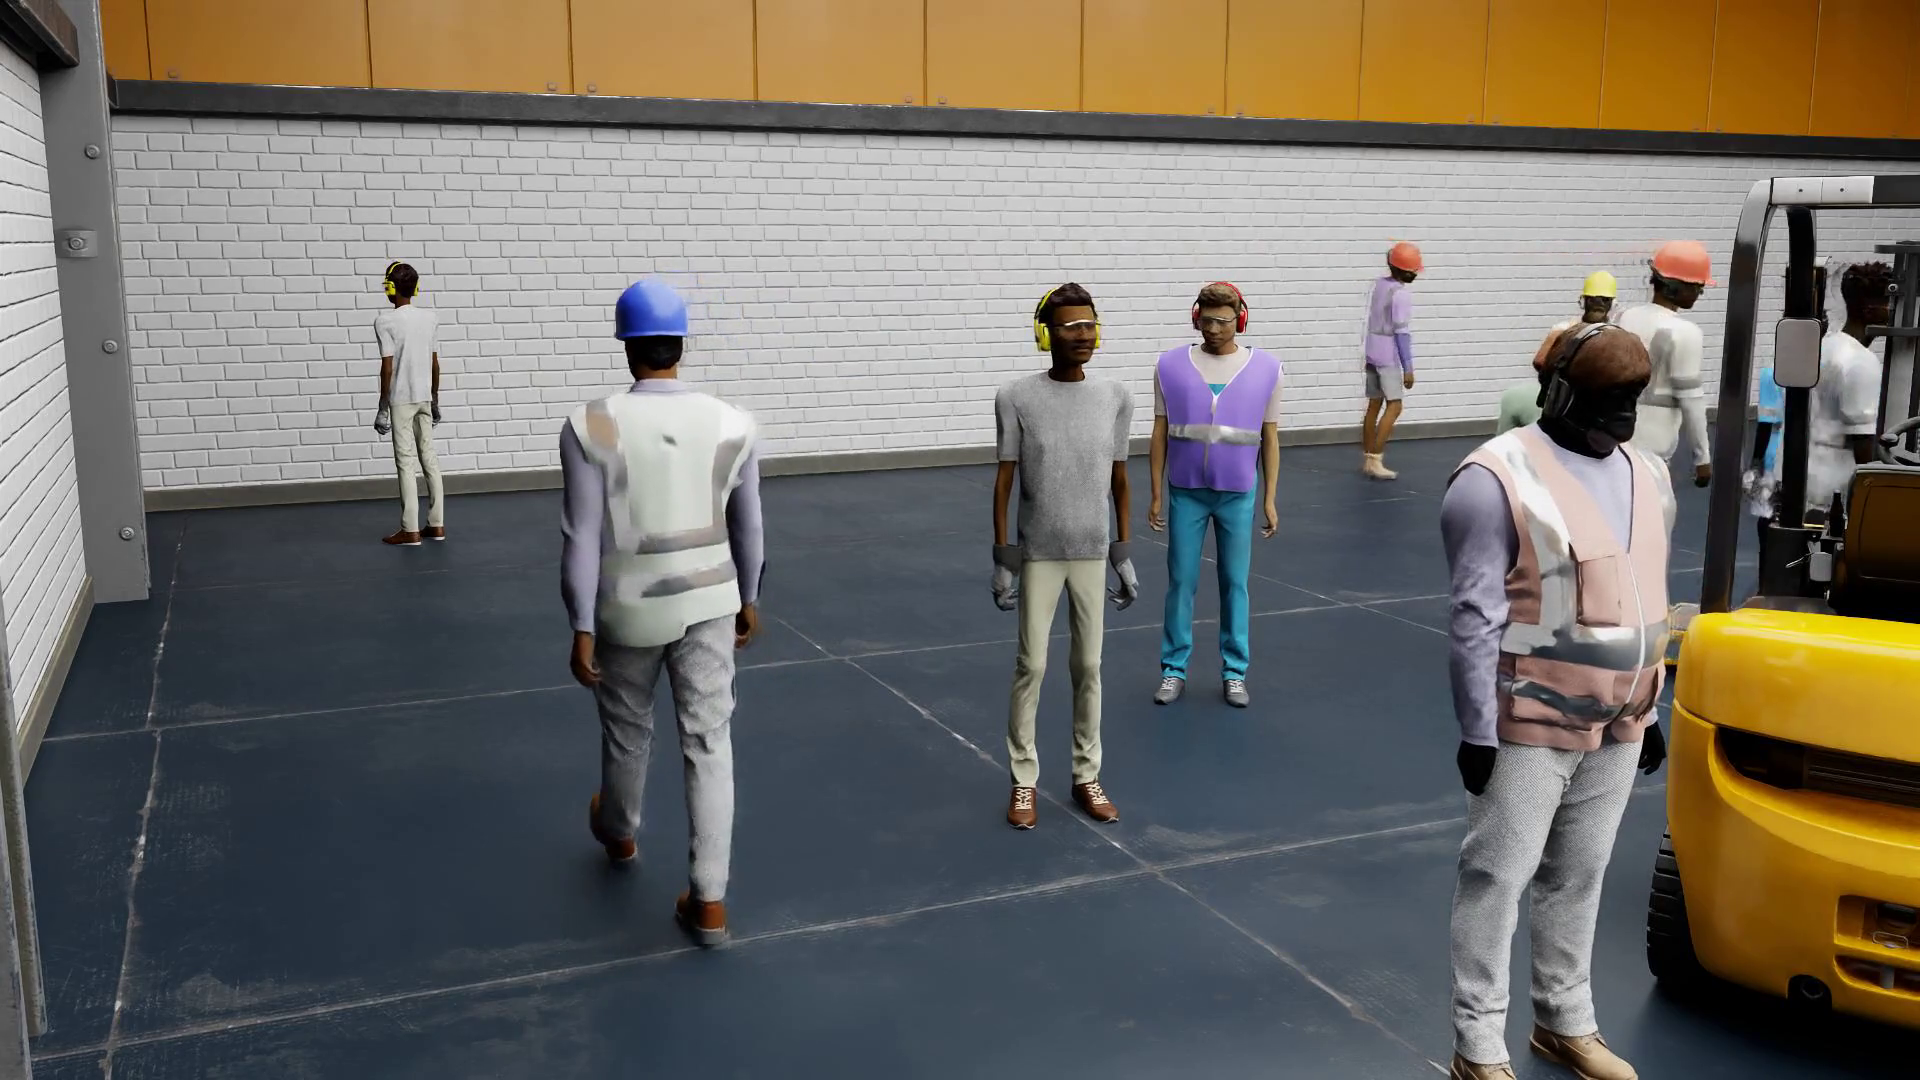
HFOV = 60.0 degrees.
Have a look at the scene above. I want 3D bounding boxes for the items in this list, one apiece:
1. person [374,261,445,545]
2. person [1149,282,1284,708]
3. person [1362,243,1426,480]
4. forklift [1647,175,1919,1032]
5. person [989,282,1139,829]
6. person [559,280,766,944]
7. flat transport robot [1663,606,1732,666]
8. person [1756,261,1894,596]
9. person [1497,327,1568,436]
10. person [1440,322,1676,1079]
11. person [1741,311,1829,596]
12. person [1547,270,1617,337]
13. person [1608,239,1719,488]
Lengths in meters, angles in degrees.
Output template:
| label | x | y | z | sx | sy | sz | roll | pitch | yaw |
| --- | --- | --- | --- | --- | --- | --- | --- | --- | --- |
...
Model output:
| label | x | y | z | sx | sy | sz | roll | pitch | yaw |
| --- | --- | --- | --- | --- | --- | --- | --- | --- | --- |
| person | -3.661 | -0.898 | 11.024 | 0.328 | 1.872 | 0.513 | 6 | 12 | 29 |
| person | 1.103 | -0.193 | 7.227 | 0.563 | 1.837 | 0.389 | 2 | 10 | 10 |
| person | 3.631 | -1.513 | 14.117 | 0.392 | 1.989 | 0.740 | -1 | 10 | -8 |
| forklift | 2.810 | 0.094 | 4.662 | 1.214 | 2.155 | 2.313 | 7 | 12 | 34 |
| person | 0.361 | 0.060 | 5.731 | 0.530 | 1.876 | 0.323 | -2 | 10 | -11 |
| person | -0.896 | 0.179 | 5.011 | 0.648 | 1.891 | 0.996 | -5 | 11 | -24 |
| flat transport robot | 3.745 | 0.495 | 7.752 | 1.431 | 0.197 | 0.652 | 7 | 13 | 35 |
| person | 3.840 | -0.234 | 7.205 | 0.884 | 1.917 | 0.607 | 3 | 11 | 15 |
| person | 2.824 | -0.218 | 7.973 | 0.520 | 1.609 | 0.457 | 4 | 11 | 23 |
| person | 1.403 | 0.418 | 3.864 | 0.621 | 1.838 | 0.429 | -5 | 11 | -26 |
| person | 4.349 | -0.387 | 8.684 | 0.548 | 1.696 | 0.316 | -3 | 11 | -15 |
| person | 4.051 | -0.822 | 10.715 | 0.605 | 1.823 | 0.470 | 4 | 11 | 22 |
| person | 3.472 | -0.470 | 8.266 | 0.639 | 2.014 | 0.636 | -2 | 11 | -12 |
